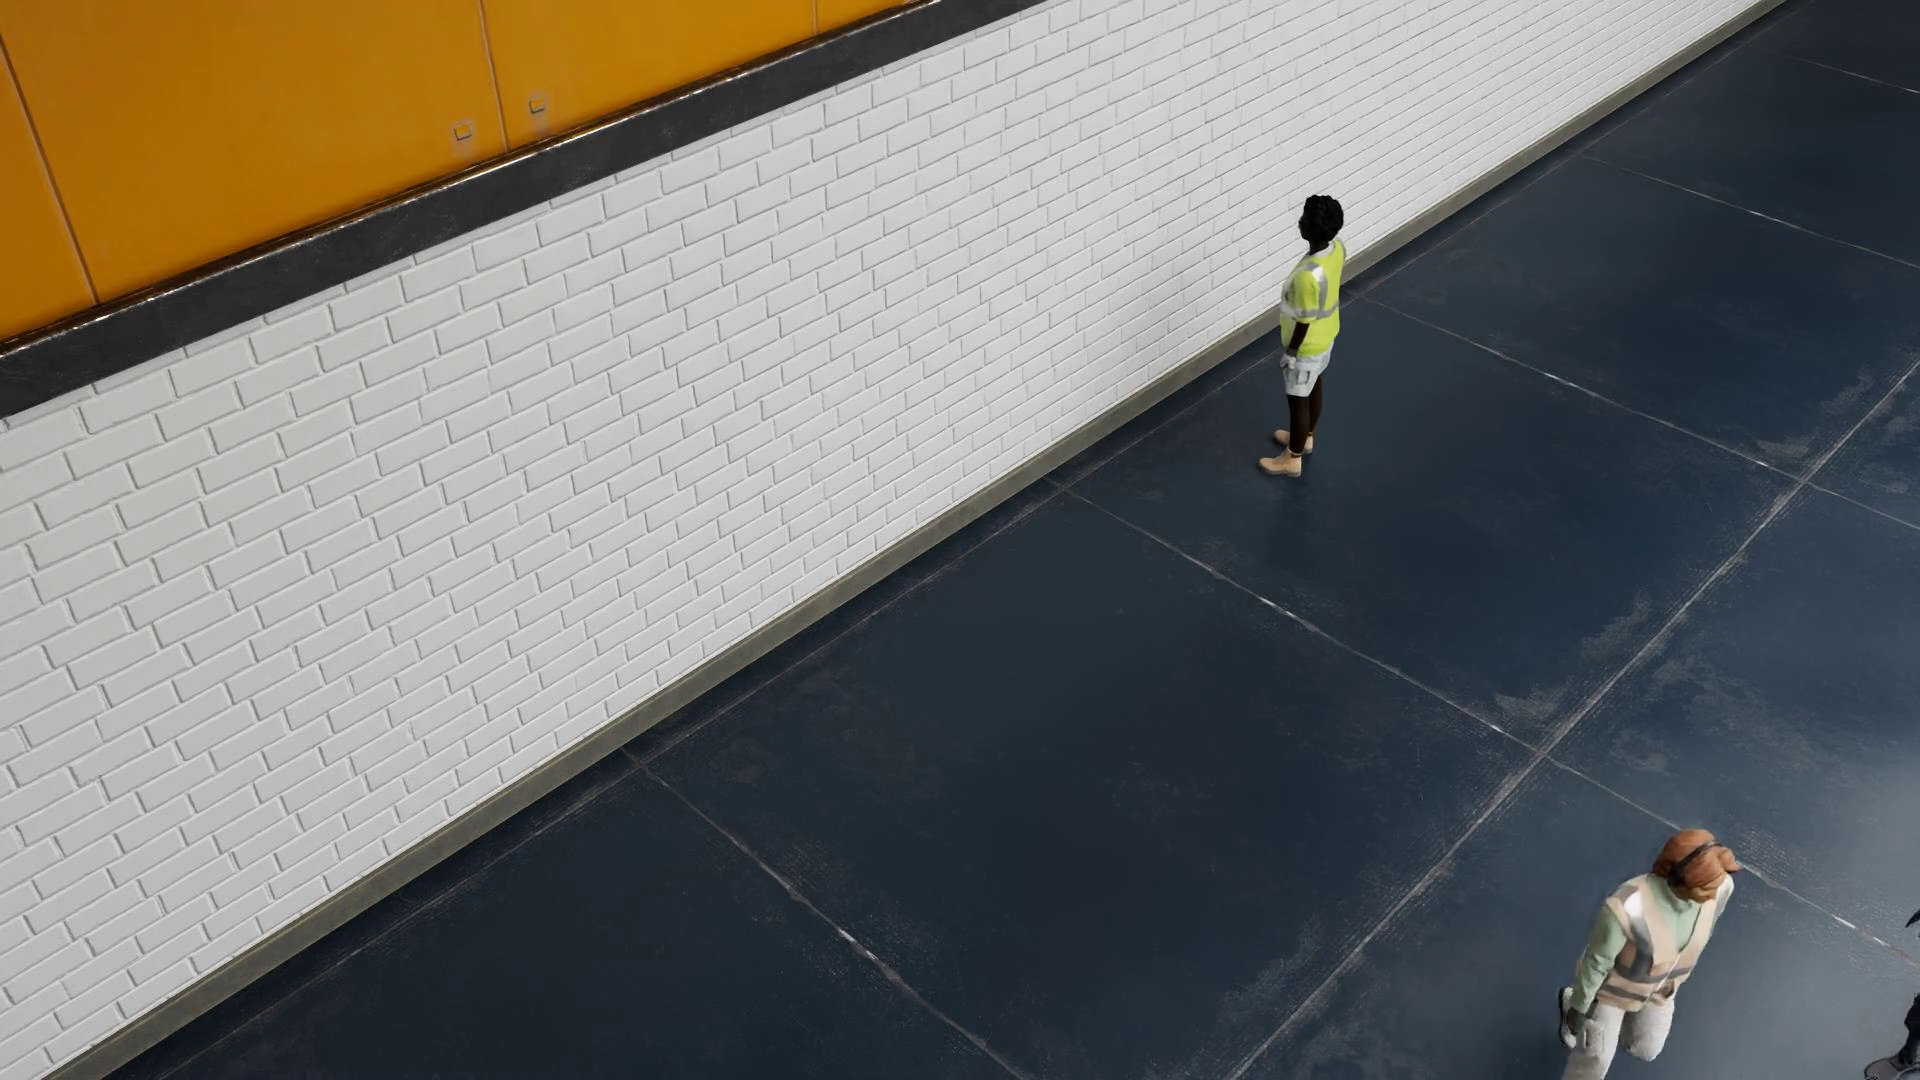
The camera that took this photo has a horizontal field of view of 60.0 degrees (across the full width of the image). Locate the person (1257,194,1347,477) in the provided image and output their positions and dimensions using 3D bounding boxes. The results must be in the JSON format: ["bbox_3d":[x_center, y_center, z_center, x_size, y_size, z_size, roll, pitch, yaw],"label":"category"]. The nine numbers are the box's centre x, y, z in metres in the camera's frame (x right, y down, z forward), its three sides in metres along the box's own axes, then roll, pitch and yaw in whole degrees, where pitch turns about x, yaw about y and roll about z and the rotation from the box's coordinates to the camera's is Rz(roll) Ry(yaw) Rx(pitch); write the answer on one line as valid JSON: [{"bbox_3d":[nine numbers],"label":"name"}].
[{"bbox_3d":[1.906,-1.120,9.174,0.321,1.697,0.530,19,42,22],"label":"person"}]

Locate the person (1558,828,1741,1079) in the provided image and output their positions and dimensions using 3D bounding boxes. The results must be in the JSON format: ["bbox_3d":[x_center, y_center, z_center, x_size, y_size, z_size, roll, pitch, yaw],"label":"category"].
[{"bbox_3d":[2.356,1.530,5.922,0.541,1.620,0.496,-10,40,-13],"label":"person"}]

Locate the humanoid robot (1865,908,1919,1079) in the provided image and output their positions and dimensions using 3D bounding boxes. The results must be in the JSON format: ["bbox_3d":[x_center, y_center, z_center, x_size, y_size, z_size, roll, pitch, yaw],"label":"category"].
[{"bbox_3d":[3.810,1.429,6.009,0.502,1.636,0.589,-15,41,-18],"label":"humanoid robot"}]
